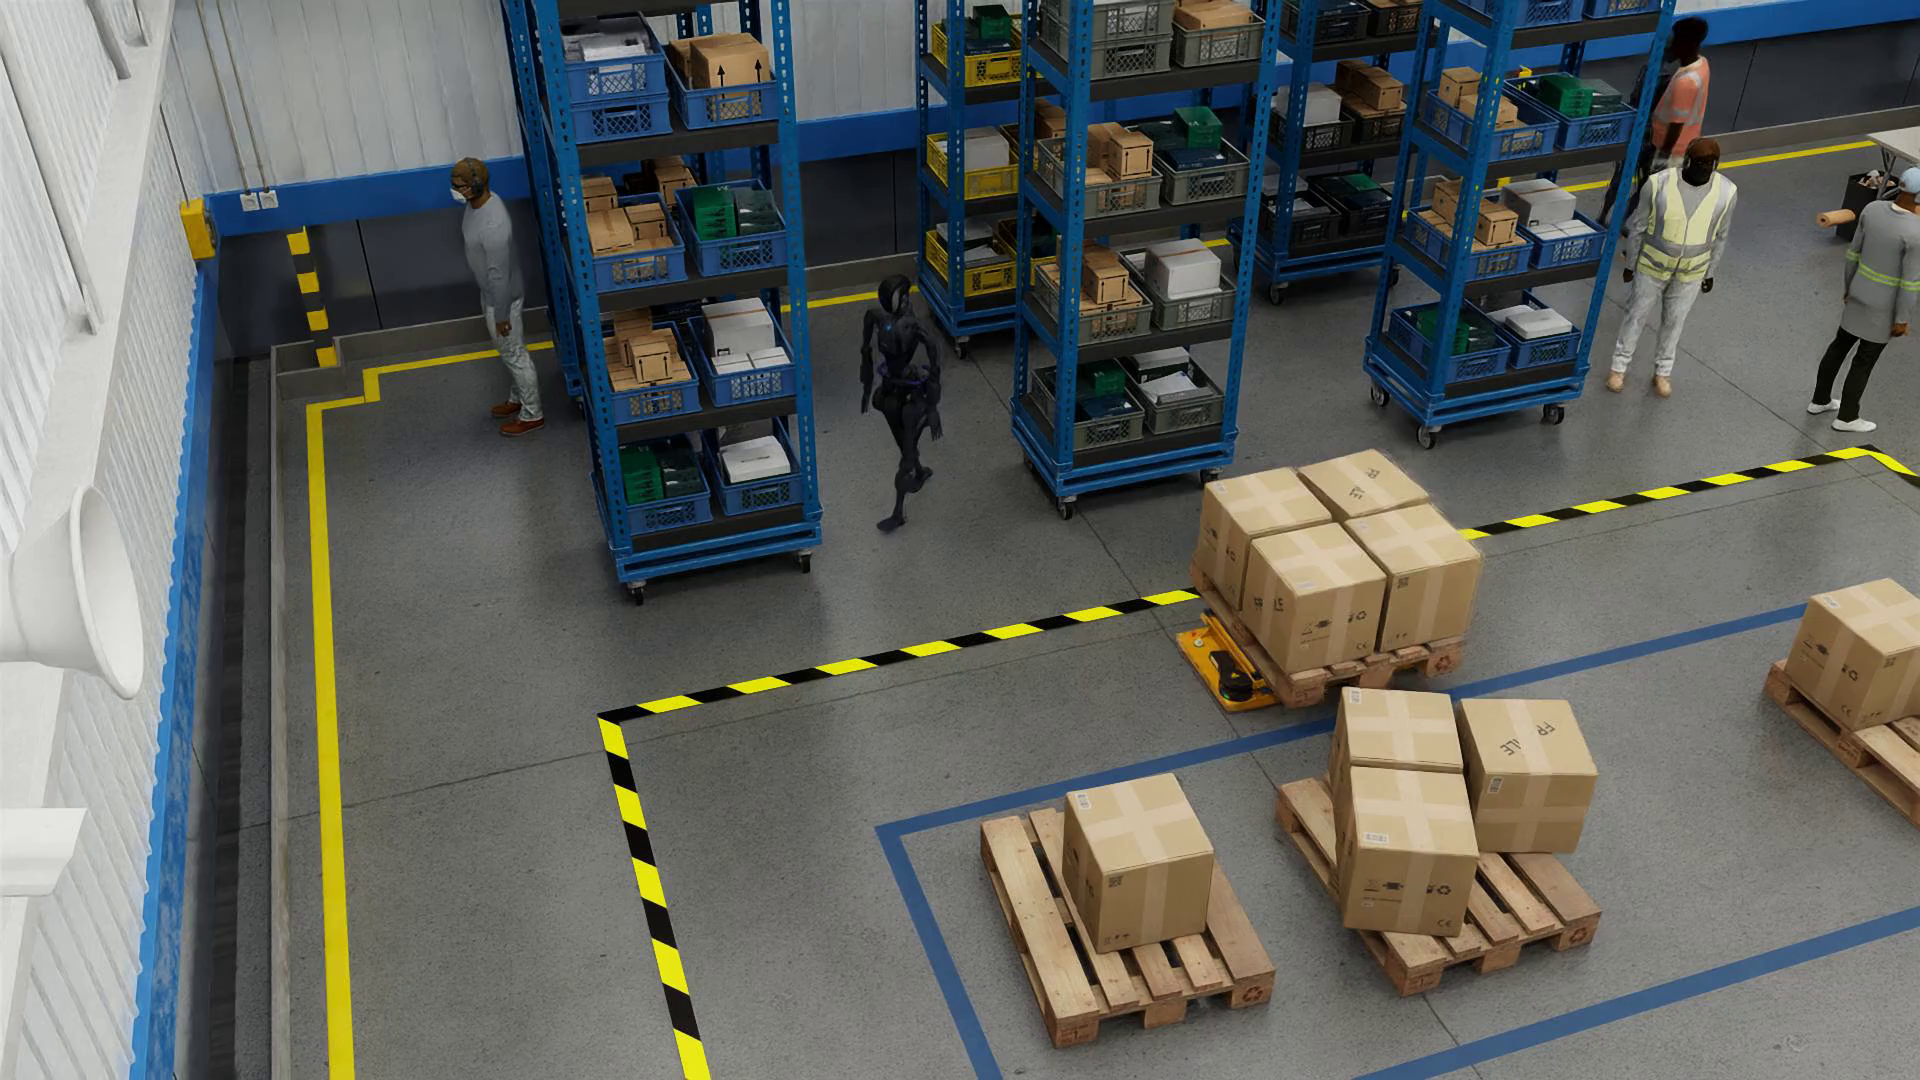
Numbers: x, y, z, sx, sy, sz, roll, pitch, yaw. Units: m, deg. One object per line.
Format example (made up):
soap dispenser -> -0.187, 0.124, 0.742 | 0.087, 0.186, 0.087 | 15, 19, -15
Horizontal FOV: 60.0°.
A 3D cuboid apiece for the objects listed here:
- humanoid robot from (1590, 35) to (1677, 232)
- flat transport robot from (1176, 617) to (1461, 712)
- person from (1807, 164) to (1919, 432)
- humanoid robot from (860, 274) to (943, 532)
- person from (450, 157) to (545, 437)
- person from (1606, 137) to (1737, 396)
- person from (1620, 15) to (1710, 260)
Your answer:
humanoid robot -> 5.474, -3.270, 13.477 | 0.394, 1.642, 0.587 | -4, 35, -6
flat transport robot -> 1.997, 0.544, 9.260 | 1.431, 0.197, 0.652 | -11, 37, -15
person -> 6.031, -1.583, 10.927 | 0.371, 1.853, 0.588 | -9, 36, -13
humanoid robot -> -0.355, -0.880, 10.117 | 0.615, 1.626, 0.762 | 21, 40, 27
person -> -3.017, -1.590, 10.875 | 0.371, 1.932, 0.620 | -12, 37, -16
person -> 4.833, -1.850, 11.312 | 0.626, 1.845, 0.429 | 8, 36, 11
person -> 5.579, -3.139, 13.048 | 0.376, 1.955, 0.623 | 15, 38, 20
